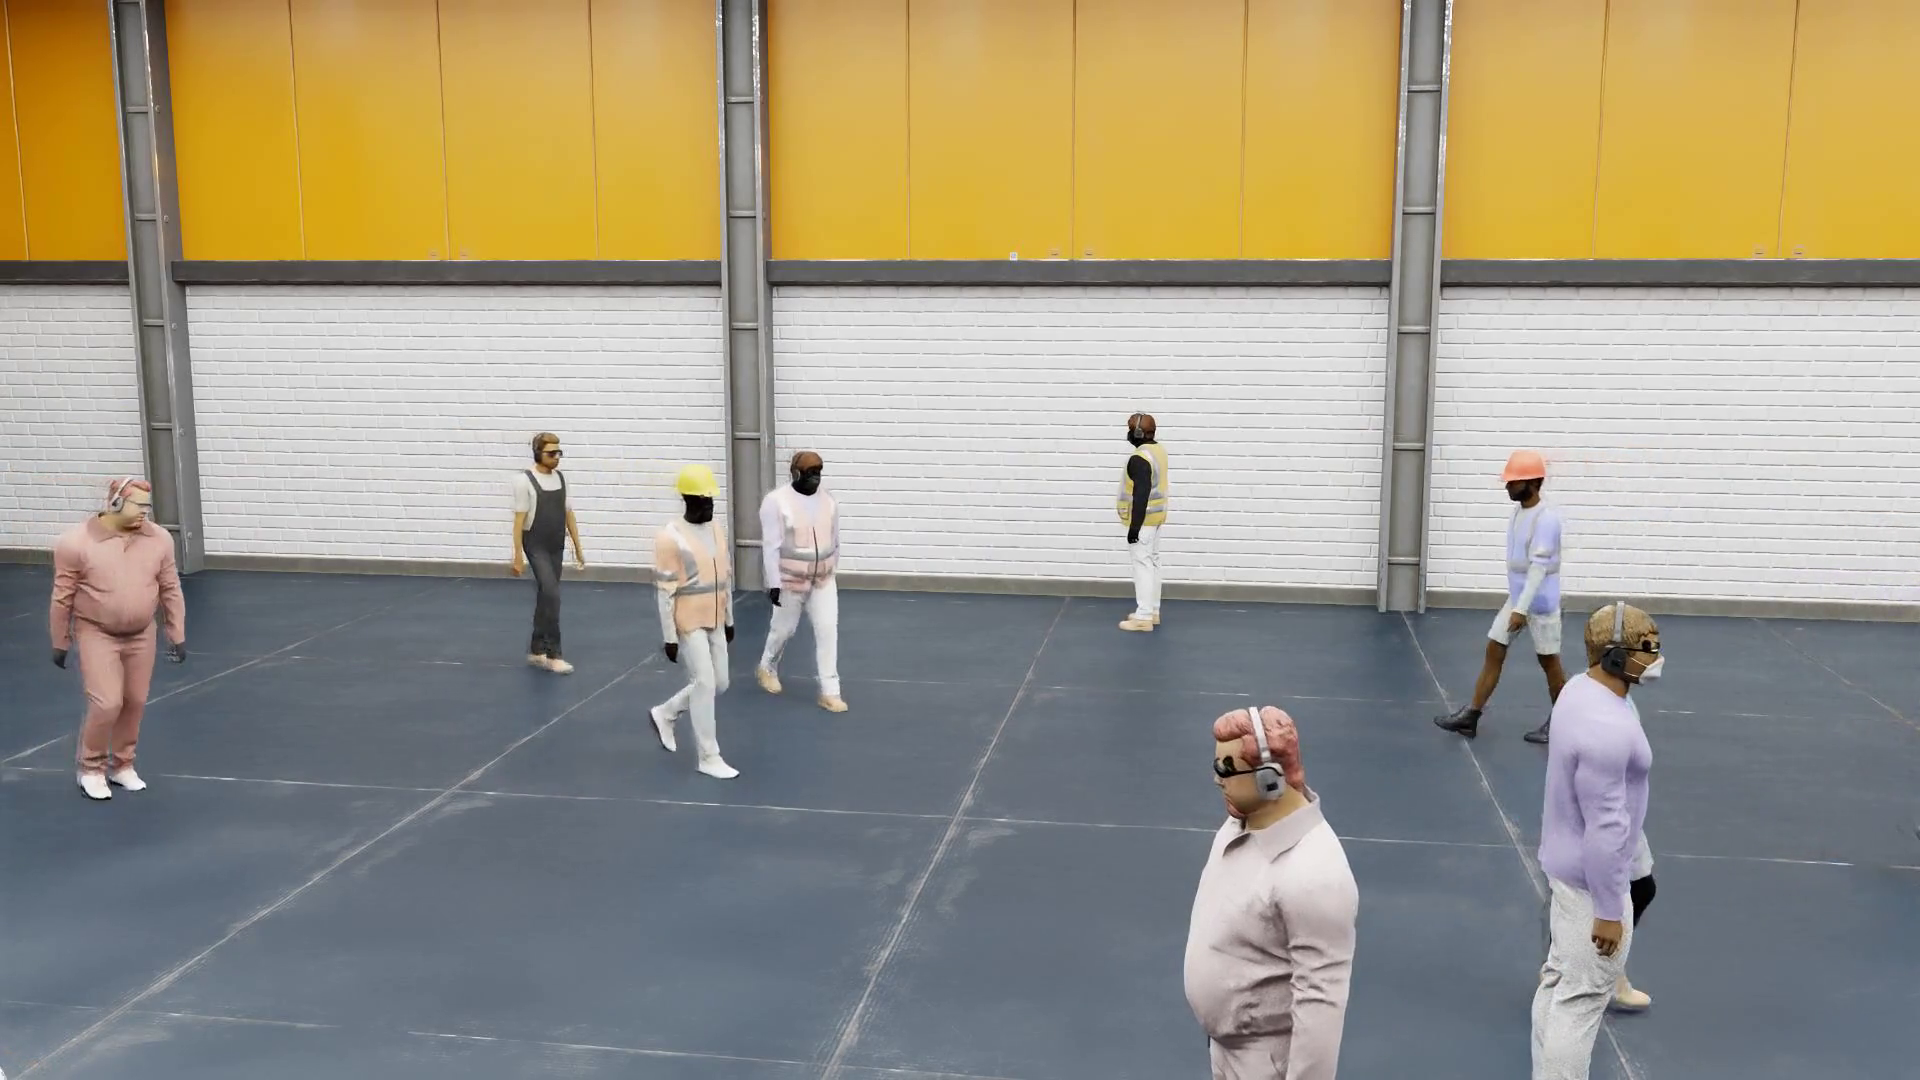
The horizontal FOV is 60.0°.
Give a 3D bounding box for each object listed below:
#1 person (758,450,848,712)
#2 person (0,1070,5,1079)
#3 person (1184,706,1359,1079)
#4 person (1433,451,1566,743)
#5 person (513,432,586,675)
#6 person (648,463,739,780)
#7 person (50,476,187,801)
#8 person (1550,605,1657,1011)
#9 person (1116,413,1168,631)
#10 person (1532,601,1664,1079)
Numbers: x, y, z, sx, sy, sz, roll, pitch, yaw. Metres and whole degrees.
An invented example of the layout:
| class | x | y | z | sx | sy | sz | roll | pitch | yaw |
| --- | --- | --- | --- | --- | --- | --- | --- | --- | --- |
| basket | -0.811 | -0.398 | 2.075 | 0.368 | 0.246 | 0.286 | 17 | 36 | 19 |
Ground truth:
| class | x | y | z | sx | sy | sz | roll | pitch | yaw |
| --- | --- | --- | --- | --- | --- | --- | --- | --- | --- |
| person | -1.124 | 0.258 | 11.639 | 0.623 | 1.808 | 0.897 | -5 | 11 | -30 |
| person | -2.130 | 1.610 | 3.214 | 0.989 | 1.837 | 0.577 | 7 | 11 | 36 |
| person | 0.798 | 1.372 | 4.473 | 0.402 | 1.901 | 0.639 | -1 | 9 | -8 |
| person | 3.511 | 0.385 | 10.593 | 0.955 | 1.890 | 0.551 | -2 | 9 | -9 |
| person | -3.049 | 0.098 | 12.543 | 0.708 | 1.819 | 0.534 | 5 | 11 | 30 |
| person | -1.620 | 0.469 | 10.014 | 0.681 | 1.904 | 0.596 | 5 | 11 | 30 |
| person | -4.845 | 0.555 | 9.597 | 0.538 | 1.870 | 0.664 | 7 | 12 | 37 |
| person | 2.700 | 1.095 | 6.822 | 0.526 | 1.677 | 0.557 | 1 | 9 | 8 |
| person | 1.536 | -0.157 | 14.079 | 0.429 | 1.841 | 0.633 | 4 | 10 | 21 |
| person | 2.157 | 1.158 | 5.669 | 0.352 | 1.937 | 0.635 | 2 | 9 | 12 |
